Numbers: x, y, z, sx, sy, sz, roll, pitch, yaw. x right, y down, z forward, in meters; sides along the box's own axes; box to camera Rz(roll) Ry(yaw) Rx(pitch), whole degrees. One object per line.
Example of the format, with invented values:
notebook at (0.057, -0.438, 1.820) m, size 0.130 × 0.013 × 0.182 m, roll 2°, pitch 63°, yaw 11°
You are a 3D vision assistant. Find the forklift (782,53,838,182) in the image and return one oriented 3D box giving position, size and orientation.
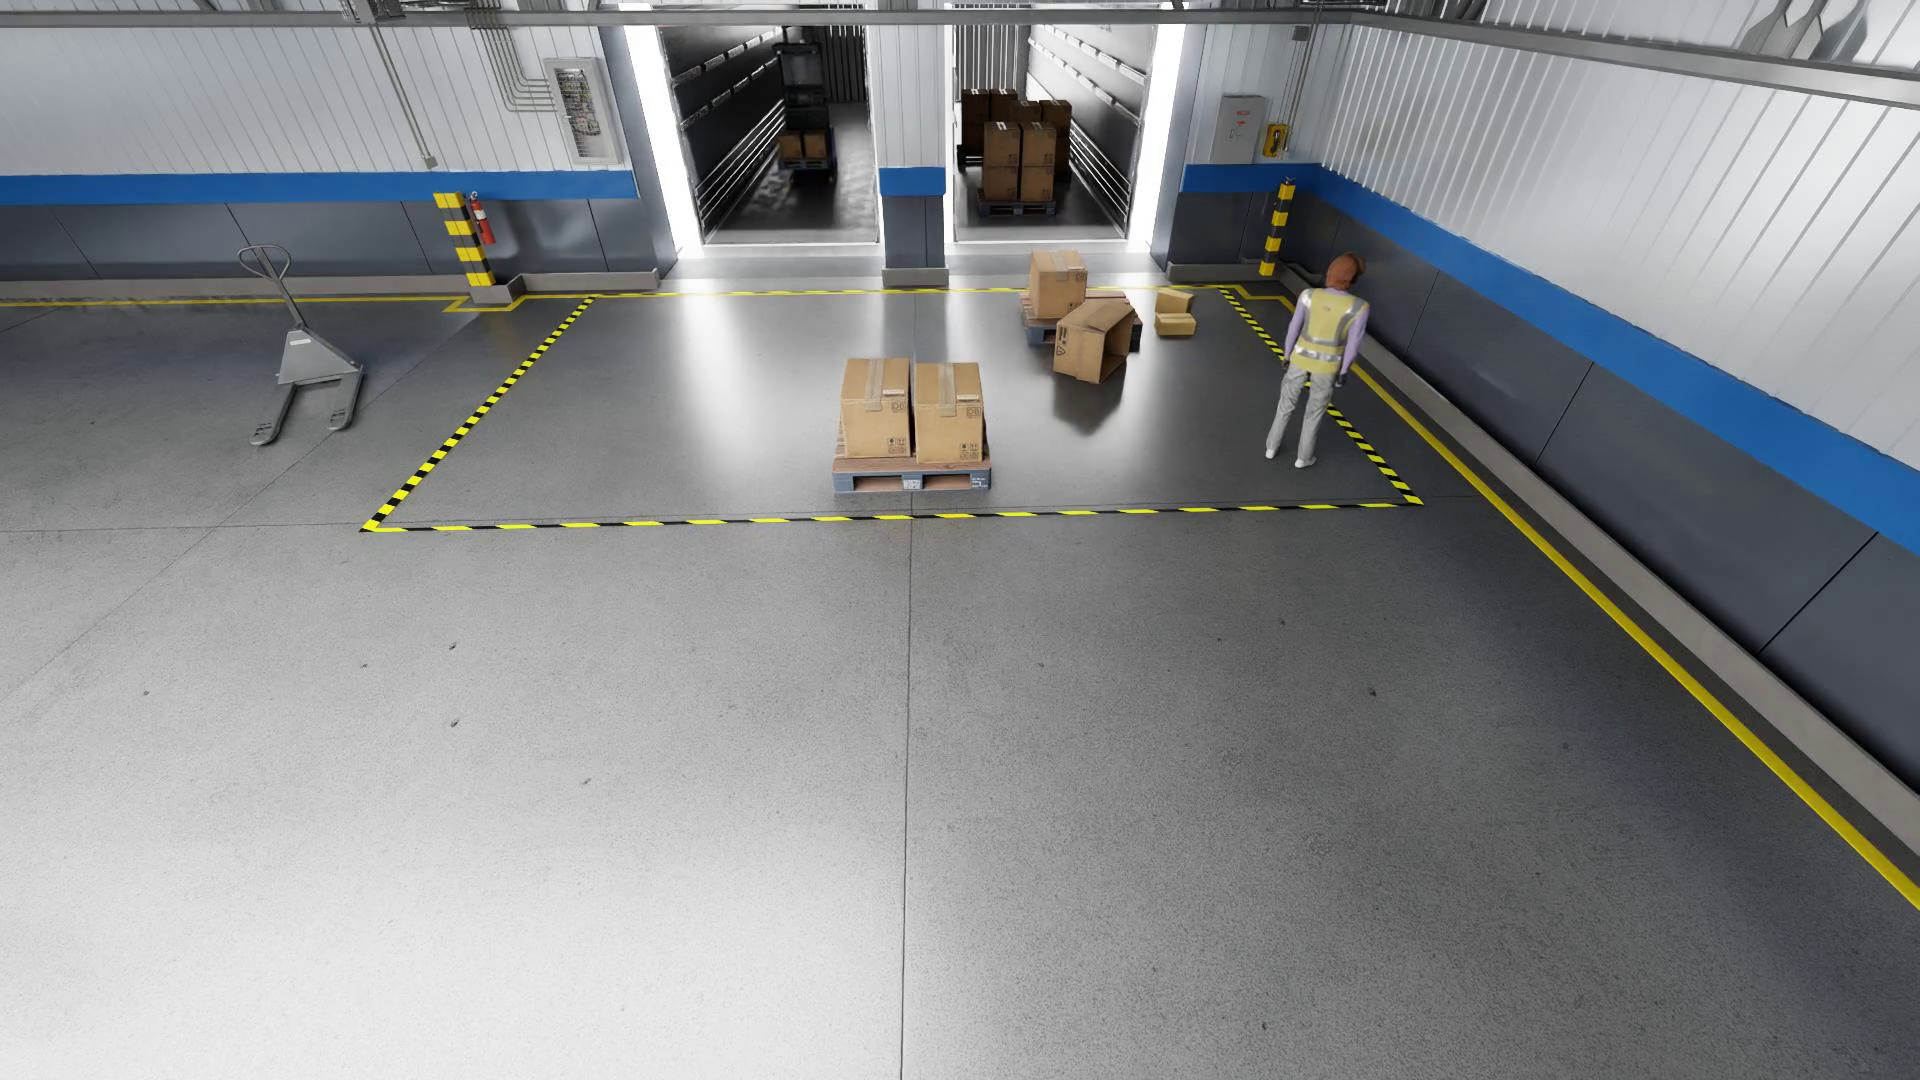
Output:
forklift at (-2.722, -7.767, 13.326) m, size 0.716 × 2.013 × 0.776 m, roll -2°, pitch 39°, yaw -2°

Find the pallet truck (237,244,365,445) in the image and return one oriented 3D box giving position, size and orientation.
pallet truck at (-5.915, -1.733, 6.366) m, size 0.680 × 1.201 × 1.601 m, roll -18°, pitch 42°, yaw -21°

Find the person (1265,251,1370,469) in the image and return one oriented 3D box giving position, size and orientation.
person at (2.657, -1.304, 5.499) m, size 0.513 × 1.640 × 0.304 m, roll 29°, pitch 47°, yaw 31°
